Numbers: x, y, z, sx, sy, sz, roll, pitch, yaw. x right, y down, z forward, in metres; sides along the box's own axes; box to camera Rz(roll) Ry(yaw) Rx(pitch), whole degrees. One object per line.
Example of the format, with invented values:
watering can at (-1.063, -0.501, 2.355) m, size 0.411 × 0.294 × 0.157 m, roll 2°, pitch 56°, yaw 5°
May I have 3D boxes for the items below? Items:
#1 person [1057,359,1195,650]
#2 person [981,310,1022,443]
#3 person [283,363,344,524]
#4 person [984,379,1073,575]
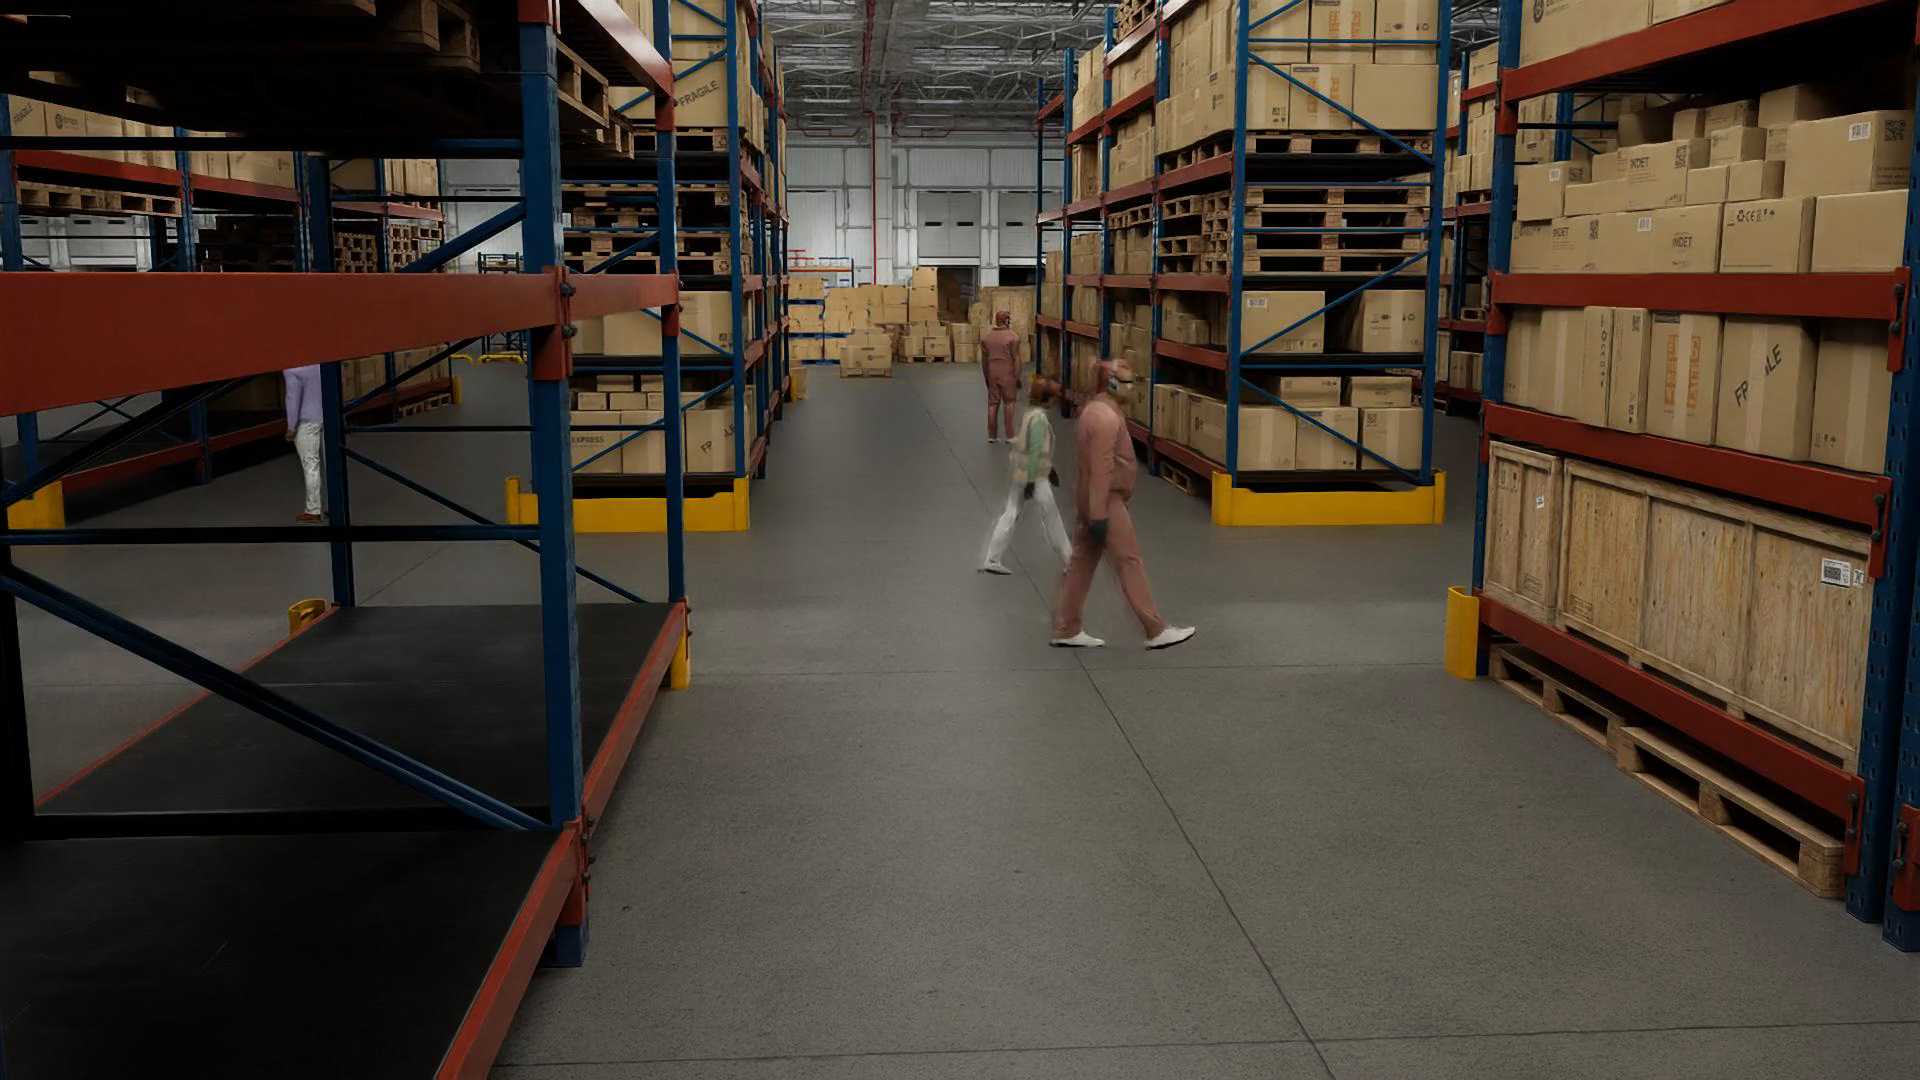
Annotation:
person at (1.058, -0.213, 10.620) m, size 0.936 × 1.864 × 0.680 m, roll 0°, pitch 9°, yaw -2°
person at (0.622, -2.335, 23.840) m, size 0.642 × 1.909 × 0.410 m, roll 6°, pitch 11°, yaw 33°
person at (-6.270, -1.127, 16.158) m, size 0.373 × 1.940 × 0.630 m, roll 6°, pitch 11°, yaw 33°
person at (0.599, -0.490, 13.254) m, size 0.887 × 1.584 × 0.522 m, roll -1°, pitch 9°, yaw -8°
